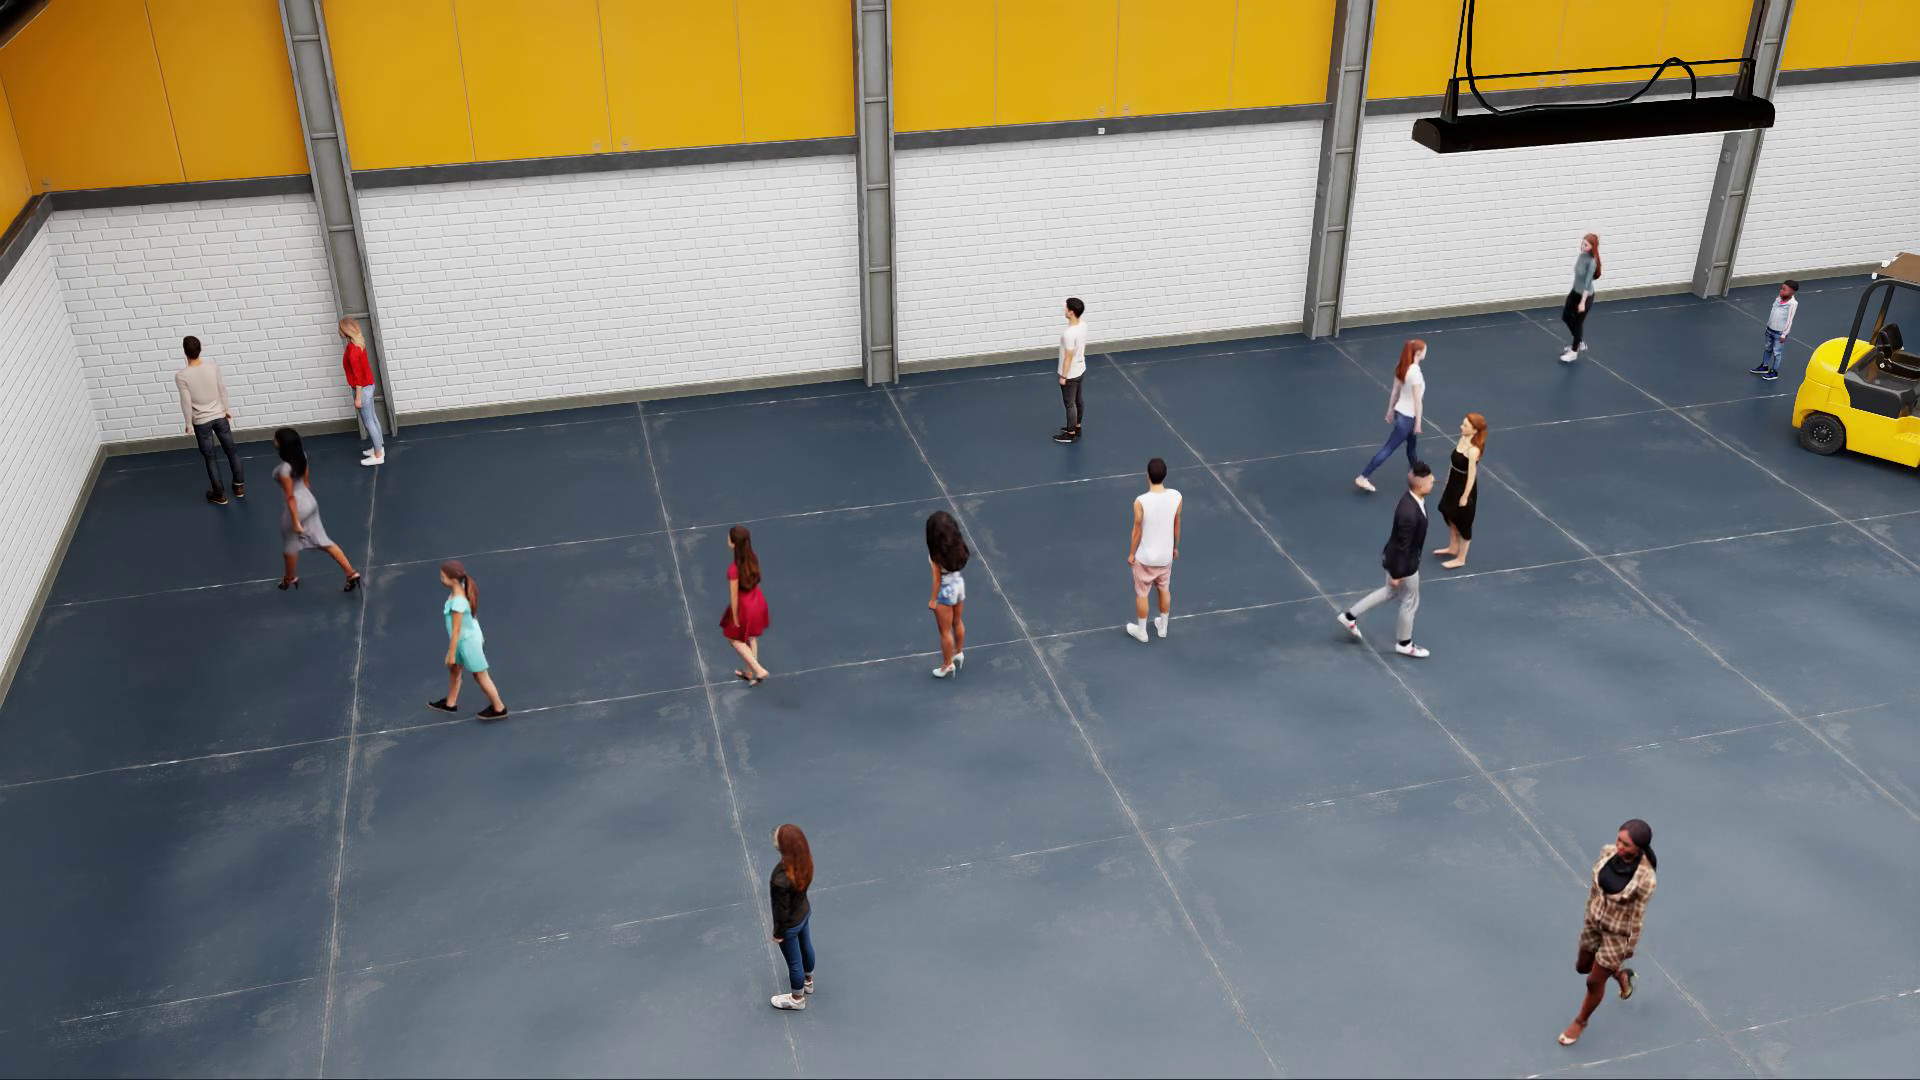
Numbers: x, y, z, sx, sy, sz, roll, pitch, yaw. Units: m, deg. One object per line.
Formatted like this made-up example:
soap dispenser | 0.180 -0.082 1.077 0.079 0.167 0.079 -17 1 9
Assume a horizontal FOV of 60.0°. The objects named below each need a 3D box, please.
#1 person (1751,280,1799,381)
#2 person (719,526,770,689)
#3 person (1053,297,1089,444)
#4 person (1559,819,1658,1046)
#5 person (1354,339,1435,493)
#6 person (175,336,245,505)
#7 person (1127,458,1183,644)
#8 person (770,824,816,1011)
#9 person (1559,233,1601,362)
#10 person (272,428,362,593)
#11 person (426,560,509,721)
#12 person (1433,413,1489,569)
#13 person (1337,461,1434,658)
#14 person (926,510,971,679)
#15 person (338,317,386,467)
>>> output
person | 10.169 -2.631 20.646 0.481 1.261 0.474 -7 29 -13
person | -1.805 0.601 14.430 0.834 1.539 0.791 18 34 30
person | 1.283 -1.948 18.911 0.742 1.722 0.703 12 31 22
person | 4.228 2.503 10.693 0.945 1.779 0.702 -14 32 -24
person | 4.640 -1.280 17.721 1.167 1.690 0.594 -6 29 -11
person | -7.908 -1.272 17.520 0.805 1.868 0.697 24 37 37
person | 1.756 0.100 15.090 0.506 1.786 0.716 -10 30 -17
person | -1.106 2.482 11.040 0.674 1.484 0.642 10 30 17
person | 7.827 -3.045 20.920 0.698 1.724 0.704 3 29 5
person | -6.130 -0.226 15.737 1.190 1.738 0.938 5 29 10
person | -4.055 0.860 13.960 0.955 1.534 0.671 -3 29 -5
person | 4.953 -0.497 16.354 0.633 1.624 0.628 0 29 -1
person | 3.862 0.144 14.860 1.227 1.930 1.063 7 29 12
person | -0.111 0.474 14.579 0.740 1.620 0.680 15 32 26
person | -6.601 -1.652 18.388 0.510 1.705 0.621 -6 29 -11
